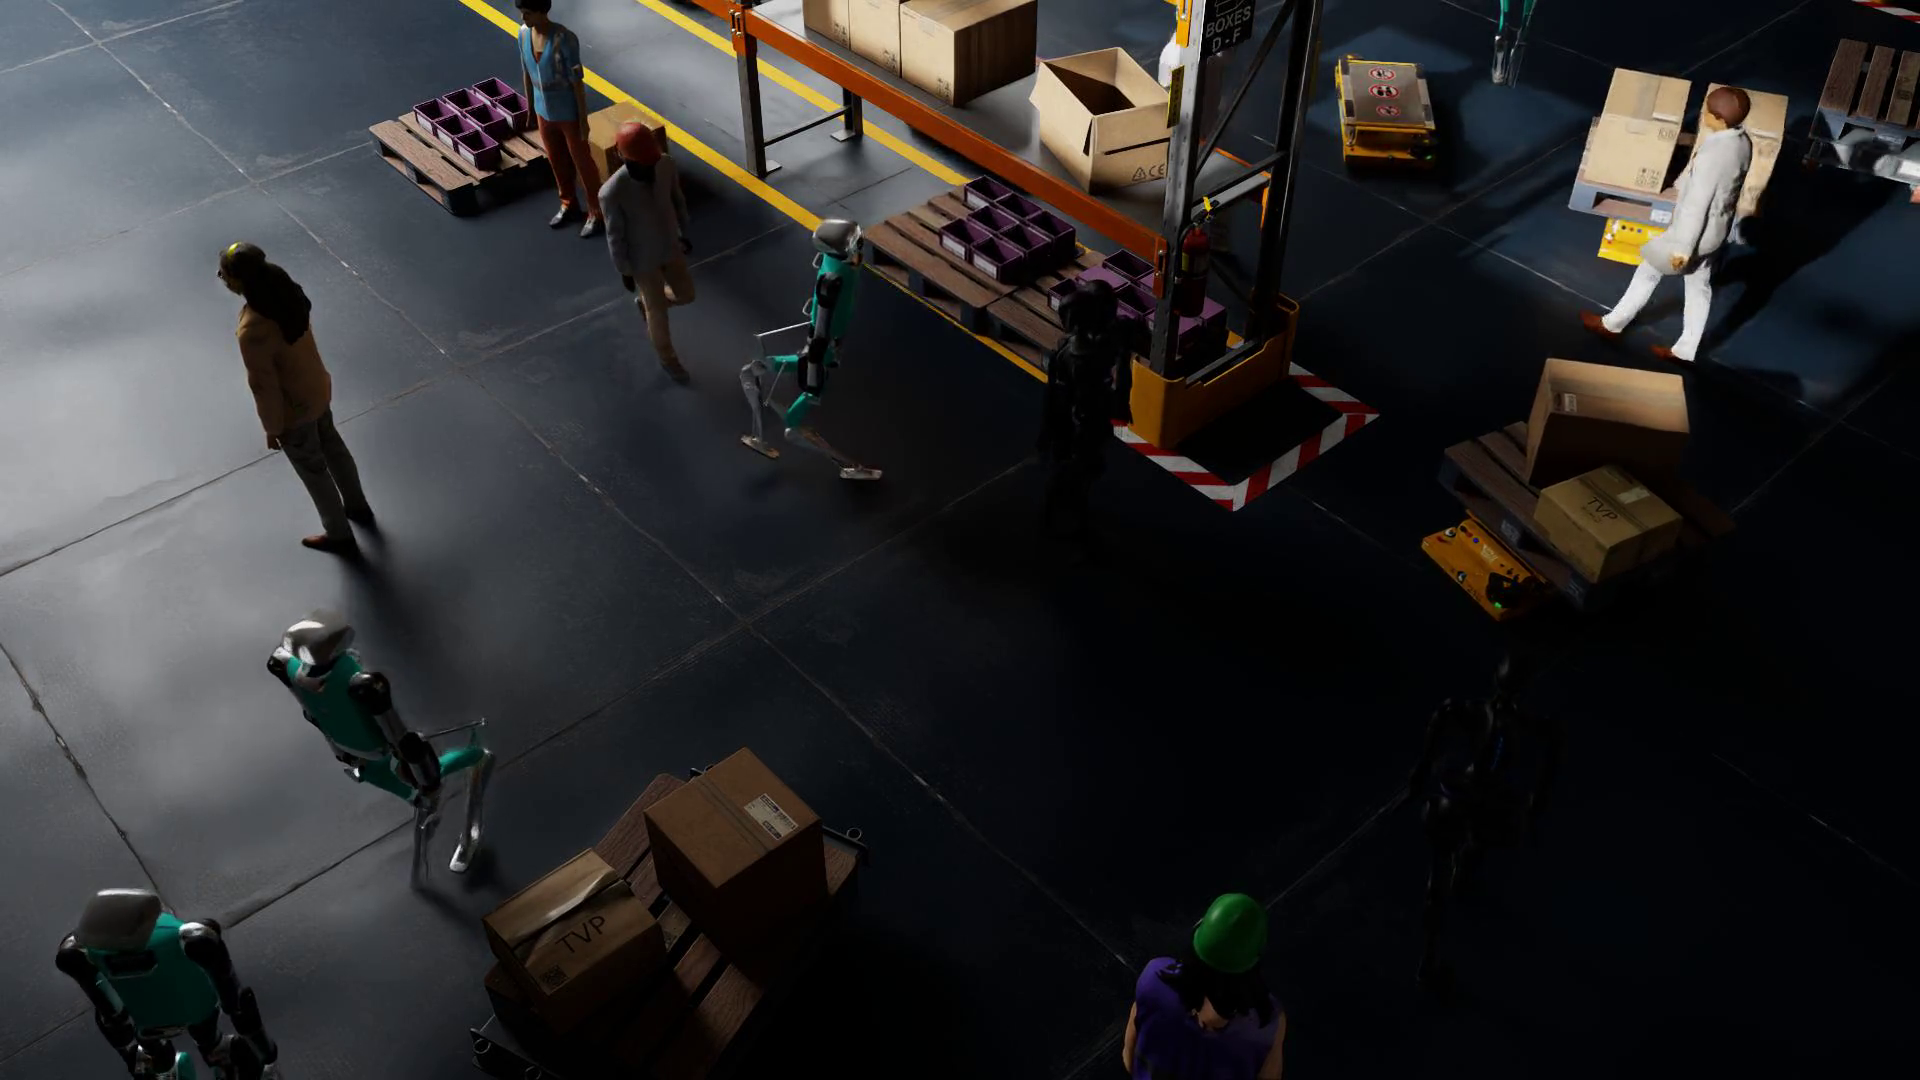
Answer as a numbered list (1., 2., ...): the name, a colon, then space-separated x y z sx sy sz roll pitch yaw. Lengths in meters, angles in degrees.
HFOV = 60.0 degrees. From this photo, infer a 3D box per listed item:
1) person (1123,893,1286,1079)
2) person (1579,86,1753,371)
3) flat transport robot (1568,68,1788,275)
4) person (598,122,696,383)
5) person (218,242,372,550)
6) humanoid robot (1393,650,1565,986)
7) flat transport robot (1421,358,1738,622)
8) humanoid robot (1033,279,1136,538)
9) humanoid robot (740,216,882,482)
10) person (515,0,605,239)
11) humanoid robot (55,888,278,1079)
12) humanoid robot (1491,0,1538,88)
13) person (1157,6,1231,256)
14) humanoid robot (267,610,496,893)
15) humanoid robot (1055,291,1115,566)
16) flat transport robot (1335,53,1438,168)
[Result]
1. person: 0.831 1.891 5.821 0.548 1.920 0.429 14 44 15
2. person: 4.338 -1.918 10.048 0.549 1.795 0.860 -28 50 -27
3. flat transport robot: 4.908 -2.337 11.637 0.659 0.231 1.431 16 45 17
4. person: -1.867 -1.753 9.922 0.547 1.724 0.581 30 51 29
5. person: -3.469 -0.739 8.721 0.389 1.870 0.562 4 43 4
6. humanoid robot: 2.129 1.126 6.882 0.609 1.638 0.784 8 43 9
7. flat transport robot: 3.320 -0.034 9.132 1.431 0.231 0.659 -19 46 -19
8. humanoid robot: 0.650 -0.708 8.834 0.603 1.642 0.388 -25 48 -24
9. humanoid robot: -0.957 -1.017 9.158 1.041 1.744 0.536 9 43 9
10. person: -2.689 -2.869 11.117 0.502 1.758 0.333 18 46 19
11. humanoid robot: -2.712 1.991 5.854 0.551 1.803 0.675 -4 43 -4
12. humanoid robot: 4.274 -4.167 12.613 0.542 1.892 0.714 7 43 8
13. person: 1.468 -2.801 10.977 0.643 1.842 1.030 -33 52 -31
14. humanoid robot: -2.348 0.848 7.111 0.558 1.800 0.818 16 45 17
15. humanoid robot: 0.651 -0.568 8.676 0.315 1.655 0.615 3 43 3
16. flat transport robot: 3.227 -3.276 12.659 0.659 0.231 1.431 4 43 5
